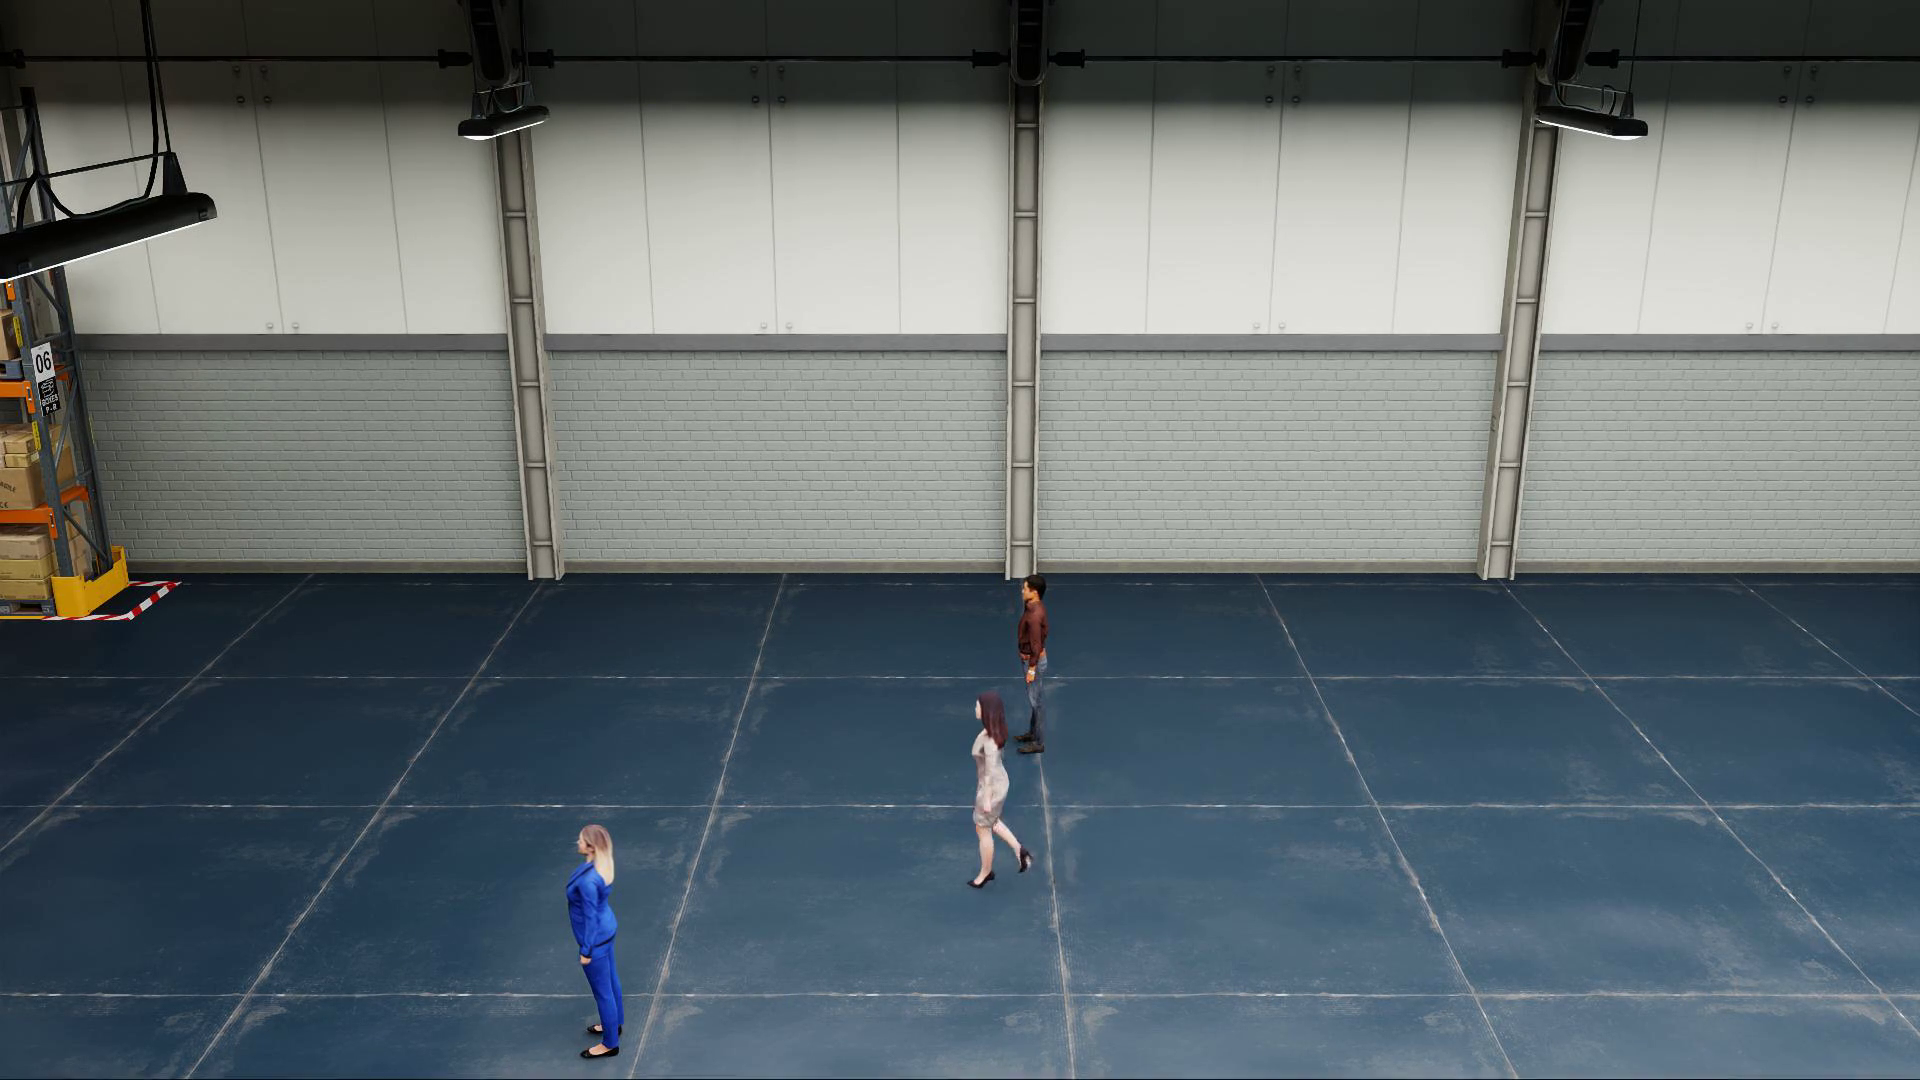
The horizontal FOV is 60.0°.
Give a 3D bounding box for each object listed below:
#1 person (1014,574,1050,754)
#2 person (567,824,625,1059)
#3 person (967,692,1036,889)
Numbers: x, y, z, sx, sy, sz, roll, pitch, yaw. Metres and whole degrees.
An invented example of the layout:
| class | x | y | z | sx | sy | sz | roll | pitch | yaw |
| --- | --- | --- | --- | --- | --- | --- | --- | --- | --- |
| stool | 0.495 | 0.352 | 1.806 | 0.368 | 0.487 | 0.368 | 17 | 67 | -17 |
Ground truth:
| class | x | y | z | sx | sy | sz | roll | pitch | yaw |
| --- | --- | --- | --- | --- | --- | --- | --- | --- | --- |
| person | 0.713 | 1.172 | 15.944 | 0.517 | 1.782 | 0.645 | -1 | 18 | -2 |
| person | -2.459 | 2.710 | 11.351 | 0.546 | 1.701 | 0.611 | -1 | 18 | -2 |
| person | 0.325 | 2.031 | 13.380 | 0.839 | 1.735 | 0.685 | 4 | 18 | 11 |
